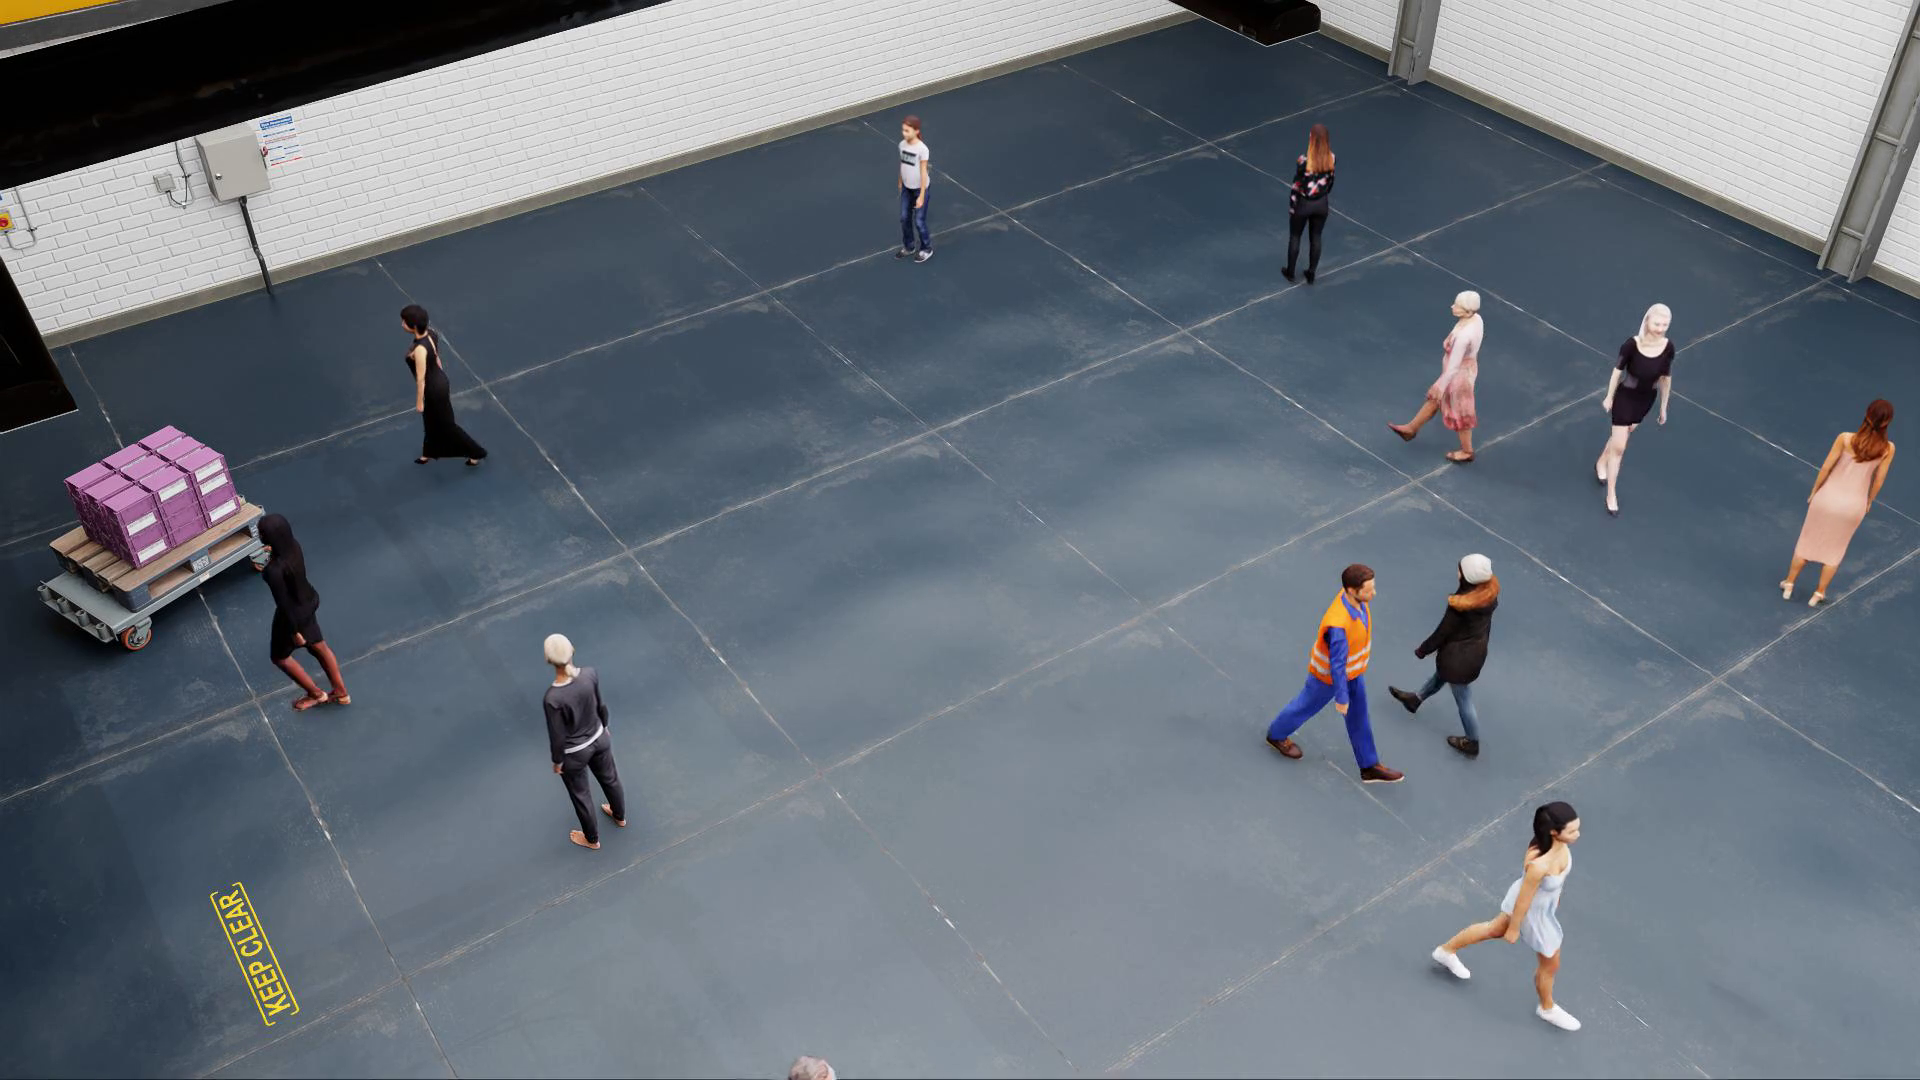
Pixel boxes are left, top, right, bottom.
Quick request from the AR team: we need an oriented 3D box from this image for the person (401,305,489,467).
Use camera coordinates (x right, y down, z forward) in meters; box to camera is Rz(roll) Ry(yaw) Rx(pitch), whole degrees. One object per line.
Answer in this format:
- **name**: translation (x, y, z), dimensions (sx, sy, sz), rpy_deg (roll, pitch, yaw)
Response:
- **person**: translation (-4.325, -1.244, 13.919), dimensions (0.918, 1.583, 0.941), rpy_deg (-3, 39, -3)

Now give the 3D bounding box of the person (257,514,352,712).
- **person**: translation (-4.534, 0.525, 11.603), dimensions (0.828, 1.709, 0.748), rpy_deg (-1, 39, -1)

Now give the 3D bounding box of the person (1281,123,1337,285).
- **person**: translation (3.498, -3.303, 16.421), dimensions (0.679, 1.678, 0.698), rpy_deg (-5, 39, -6)

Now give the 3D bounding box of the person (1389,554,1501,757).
- **person**: translation (3.477, 0.822, 11.323), dimensions (1.066, 1.595, 0.762), rpy_deg (29, 47, 31)

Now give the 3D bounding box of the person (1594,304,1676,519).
- **person**: translation (5.491, -1.171, 13.652), dimensions (0.903, 1.803, 1.065), rpy_deg (-3, 39, -3)

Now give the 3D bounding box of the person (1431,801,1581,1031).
- **person**: translation (3.225, 2.099, 9.649), dimensions (1.218, 1.687, 0.907), rpy_deg (21, 43, 24)

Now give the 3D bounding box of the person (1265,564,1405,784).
- **person**: translation (2.421, 0.867, 11.094), dimensions (1.327, 1.810, 1.038), rpy_deg (22, 43, 25)

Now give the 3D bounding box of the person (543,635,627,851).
- **person**: translation (-2.427, 1.283, 10.639), dimensions (0.615, 1.727, 0.666), rpy_deg (26, 45, 29)

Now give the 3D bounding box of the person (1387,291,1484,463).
- **person**: translation (4.259, -1.321, 13.960), dimensions (1.112, 1.652, 0.916), rpy_deg (18, 42, 22)

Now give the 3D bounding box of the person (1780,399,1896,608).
- **person**: translation (6.621, -0.268, 12.500), dimensions (0.621, 1.830, 0.729), rpy_deg (17, 42, 20)

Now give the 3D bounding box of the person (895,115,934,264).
- **person**: translation (-0.430, -3.574, 16.858), dimensions (0.587, 1.555, 0.672), rpy_deg (27, 46, 29)
